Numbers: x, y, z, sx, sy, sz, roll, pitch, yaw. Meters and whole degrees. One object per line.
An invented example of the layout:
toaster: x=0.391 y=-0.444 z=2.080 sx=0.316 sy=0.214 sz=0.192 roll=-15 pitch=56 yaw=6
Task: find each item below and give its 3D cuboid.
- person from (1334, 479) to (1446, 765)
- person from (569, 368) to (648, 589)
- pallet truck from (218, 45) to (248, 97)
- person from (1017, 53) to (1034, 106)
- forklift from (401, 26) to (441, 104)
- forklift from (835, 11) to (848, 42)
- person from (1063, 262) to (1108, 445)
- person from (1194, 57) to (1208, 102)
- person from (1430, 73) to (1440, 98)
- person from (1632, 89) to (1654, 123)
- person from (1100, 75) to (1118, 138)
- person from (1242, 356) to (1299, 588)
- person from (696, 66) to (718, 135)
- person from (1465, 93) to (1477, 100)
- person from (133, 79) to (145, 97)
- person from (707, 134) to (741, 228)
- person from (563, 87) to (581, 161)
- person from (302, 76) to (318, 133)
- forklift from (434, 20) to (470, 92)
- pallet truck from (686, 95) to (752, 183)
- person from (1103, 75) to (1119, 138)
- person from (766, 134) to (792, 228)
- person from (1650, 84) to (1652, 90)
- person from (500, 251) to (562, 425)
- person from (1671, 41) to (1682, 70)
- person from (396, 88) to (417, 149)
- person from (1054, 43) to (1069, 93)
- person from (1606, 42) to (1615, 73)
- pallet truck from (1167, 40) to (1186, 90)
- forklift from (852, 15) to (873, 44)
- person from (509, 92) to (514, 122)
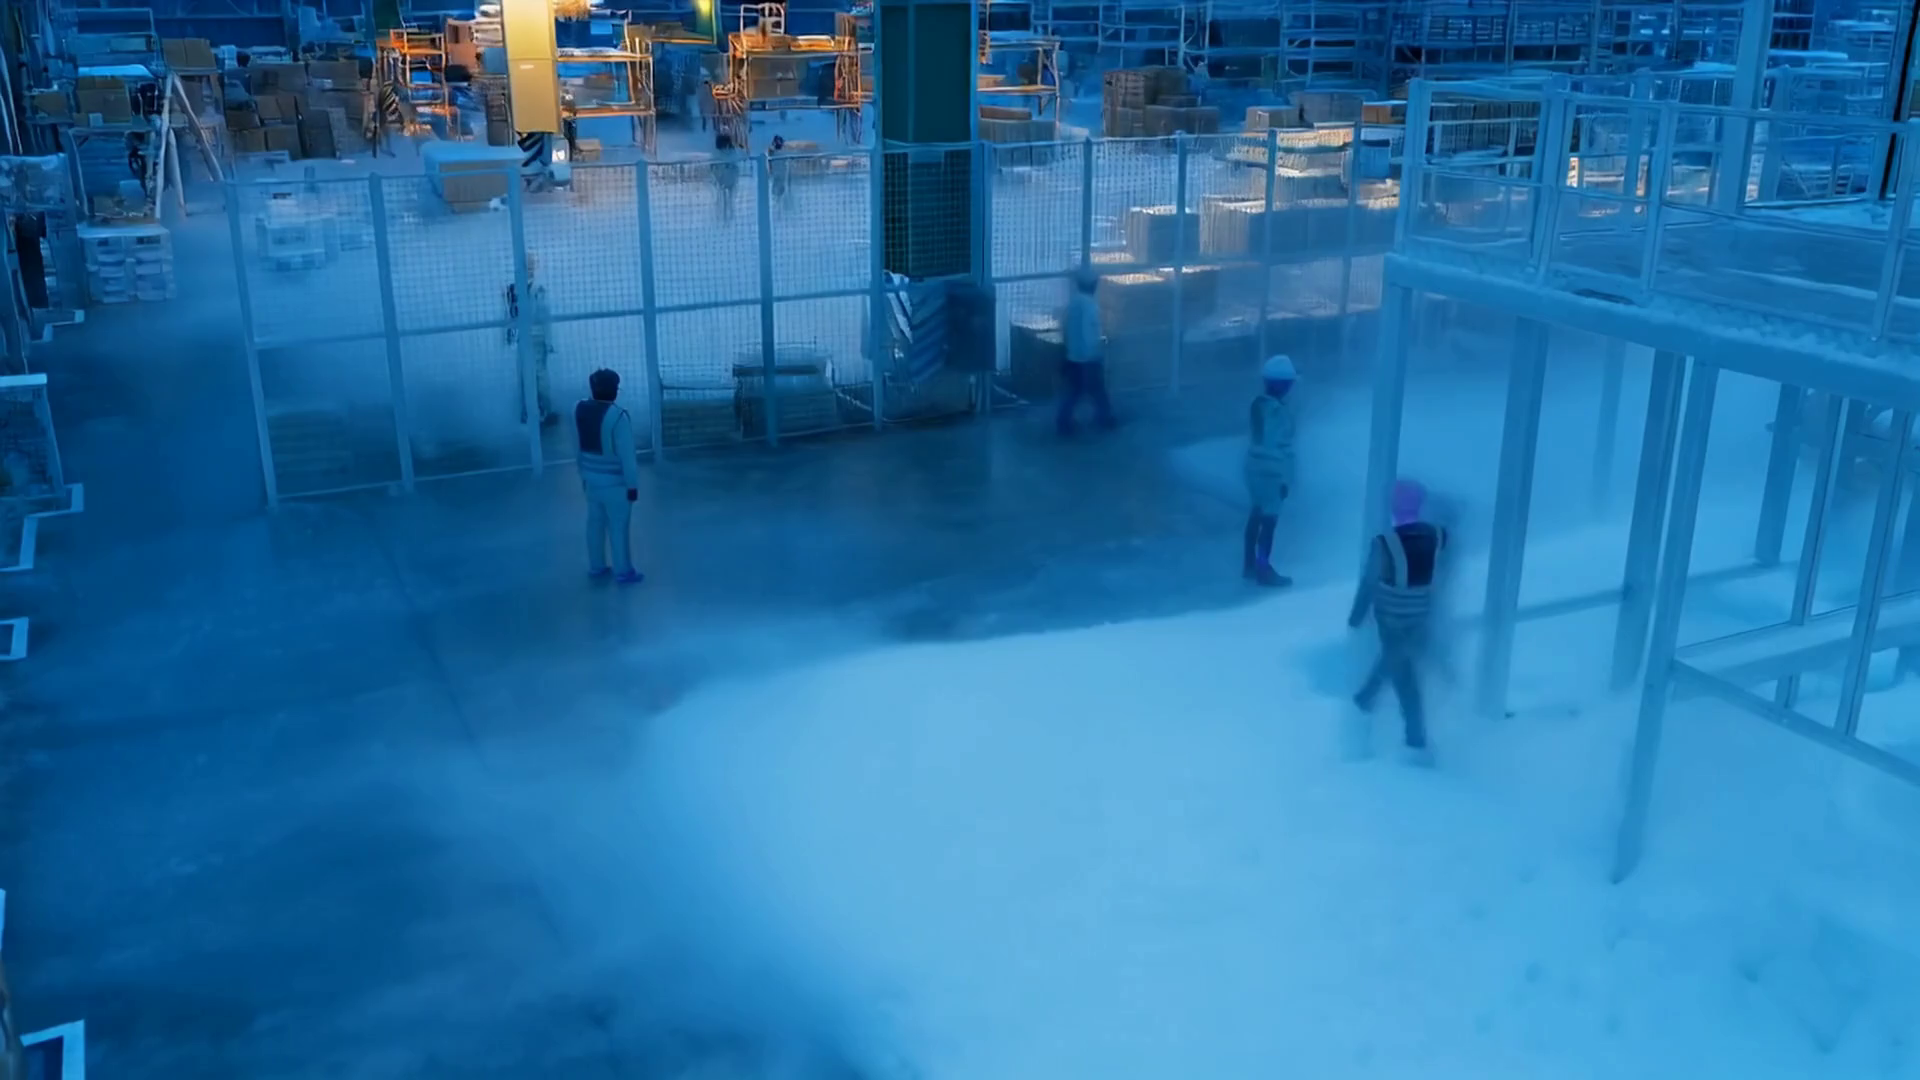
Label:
person: x=2.820 y=0.484 z=10.850 sx=0.603 sy=1.828 sz=0.972 roll=-10 pitch=22 yaw=-28
person: x=-2.892 y=-0.510 z=13.721 sx=0.634 sy=1.839 sz=0.429 roll=12 pitch=22 yaw=31
pallet truck: x=-28.879 y=-18.665 z=66.111 sx=0.823 sy=1.965 sz=1.885 roll=-3 pitch=19 yaw=-9
person: x=2.398 y=-17.023 z=61.478 sx=0.623 sy=1.918 sz=0.479 roll=-3 pitch=19 yaw=-8
forklift: x=-20.470 y=-17.640 z=61.806 sx=1.873 sy=2.768 sz=1.129 roll=-9 pitch=21 yaw=-25
forklift: x=-5.921 y=-25.011 z=83.172 sx=1.873 sy=2.768 sz=1.129 roll=-9 pitch=21 yaw=-25
person: x=1.339 y=-1.976 z=17.753 sx=0.425 sy=1.979 sz=0.651 roll=-9 pitch=21 yaw=-24
person: x=9.192 y=-17.614 z=63.568 sx=0.556 sy=1.646 sz=0.856 roll=-17 pitch=25 yaw=-40
person: x=15.478 y=-14.508 z=54.663 sx=0.538 sy=1.593 sz=0.849 roll=5 pitch=20 yaw=14
person: x=19.777 y=-12.450 z=48.260 sx=0.559 sy=1.900 sz=0.976 roll=2 pitch=19 yaw=5
person: x=4.553 y=-13.133 z=50.322 sx=0.594 sy=1.838 sz=0.999 roll=11 pitch=22 yaw=28
person: x=2.571 y=-0.568 z=13.739 sx=0.361 sy=1.940 sz=0.543 roll=-5 pitch=20 yaw=-14
person: x=-7.780 y=-13.459 z=50.954 sx=0.674 sy=2.000 sz=0.535 roll=2 pitch=19 yaw=6
person: x=13.787 y=-11.403 z=45.134 sx=0.422 sy=1.952 sz=0.626 roll=13 pitch=23 yaw=33
person: x=-25.343 y=-13.406 z=51.422 sx=0.526 sy=1.631 sz=0.319 roll=6 pitch=20 yaw=17
person: x=-4.631 y=-7.058 z=32.725 sx=0.644 sy=1.821 sz=0.551 roll=-5 pitch=20 yaw=-14
person: x=-10.277 y=-11.015 z=44.060 sx=0.390 sy=1.920 sz=0.637 roll=-5 pitch=20 yaw=-14
person: x=-18.975 y=-12.564 z=48.552 sx=0.504 sy=1.905 sz=0.601 roll=7 pitch=20 yaw=20
forklift: x=-20.614 y=-19.896 z=68.346 sx=1.129 sy=2.768 sz=1.873 roll=13 pitch=23 yaw=33
pallet truck: x=-5.836 y=-9.608 z=39.856 sx=0.823 sy=1.965 sz=1.885 roll=10 pitch=22 yaw=27
person: x=4.530 y=-12.971 z=49.820 sx=0.527 sy=1.860 sz=0.331 roll=11 pitch=22 yaw=29
person: x=-3.584 y=-7.154 z=33.077 sx=0.535 sy=1.828 sz=1.014 roll=5 pitch=20 yaw=13
person: x=22.431 y=-14.510 z=54.635 sx=0.507 sy=1.614 sz=0.513 roll=-10 pitch=21 yaw=-26
person: x=-4.809 y=-2.250 z=18.613 sx=0.602 sy=1.939 sz=0.397 roll=6 pitch=20 yaw=17
person: x=33.027 y=-22.187 z=76.792 sx=0.421 sy=1.688 sz=0.536 roll=-15 pitch=24 yaw=-37
person: x=-15.731 y=-11.943 z=47.111 sx=0.794 sy=1.660 sz=0.543 roll=11 pitch=22 yaw=28
person: x=4.126 y=-19.203 z=67.673 sx=0.622 sy=1.992 sz=0.396 roll=6 pitch=20 yaw=16
person: x=30.482 y=-22.690 z=78.094 sx=0.673 sy=1.785 sz=0.675 roll=-2 pitch=19 yaw=-5
pallet truck: x=9.045 y=-19.971 z=69.895 sx=0.823 sy=1.965 sz=1.885 roll=-3 pitch=19 yaw=-8
forklift: x=-4.410 y=-22.509 z=75.919 sx=1.129 sy=2.768 sz=1.873 roll=-10 pitch=21 yaw=-26
person: x=-12.375 y=-11.850 z=46.462 sx=0.631 sy=1.927 sz=0.535 roll=7 pitch=20 yaw=19
